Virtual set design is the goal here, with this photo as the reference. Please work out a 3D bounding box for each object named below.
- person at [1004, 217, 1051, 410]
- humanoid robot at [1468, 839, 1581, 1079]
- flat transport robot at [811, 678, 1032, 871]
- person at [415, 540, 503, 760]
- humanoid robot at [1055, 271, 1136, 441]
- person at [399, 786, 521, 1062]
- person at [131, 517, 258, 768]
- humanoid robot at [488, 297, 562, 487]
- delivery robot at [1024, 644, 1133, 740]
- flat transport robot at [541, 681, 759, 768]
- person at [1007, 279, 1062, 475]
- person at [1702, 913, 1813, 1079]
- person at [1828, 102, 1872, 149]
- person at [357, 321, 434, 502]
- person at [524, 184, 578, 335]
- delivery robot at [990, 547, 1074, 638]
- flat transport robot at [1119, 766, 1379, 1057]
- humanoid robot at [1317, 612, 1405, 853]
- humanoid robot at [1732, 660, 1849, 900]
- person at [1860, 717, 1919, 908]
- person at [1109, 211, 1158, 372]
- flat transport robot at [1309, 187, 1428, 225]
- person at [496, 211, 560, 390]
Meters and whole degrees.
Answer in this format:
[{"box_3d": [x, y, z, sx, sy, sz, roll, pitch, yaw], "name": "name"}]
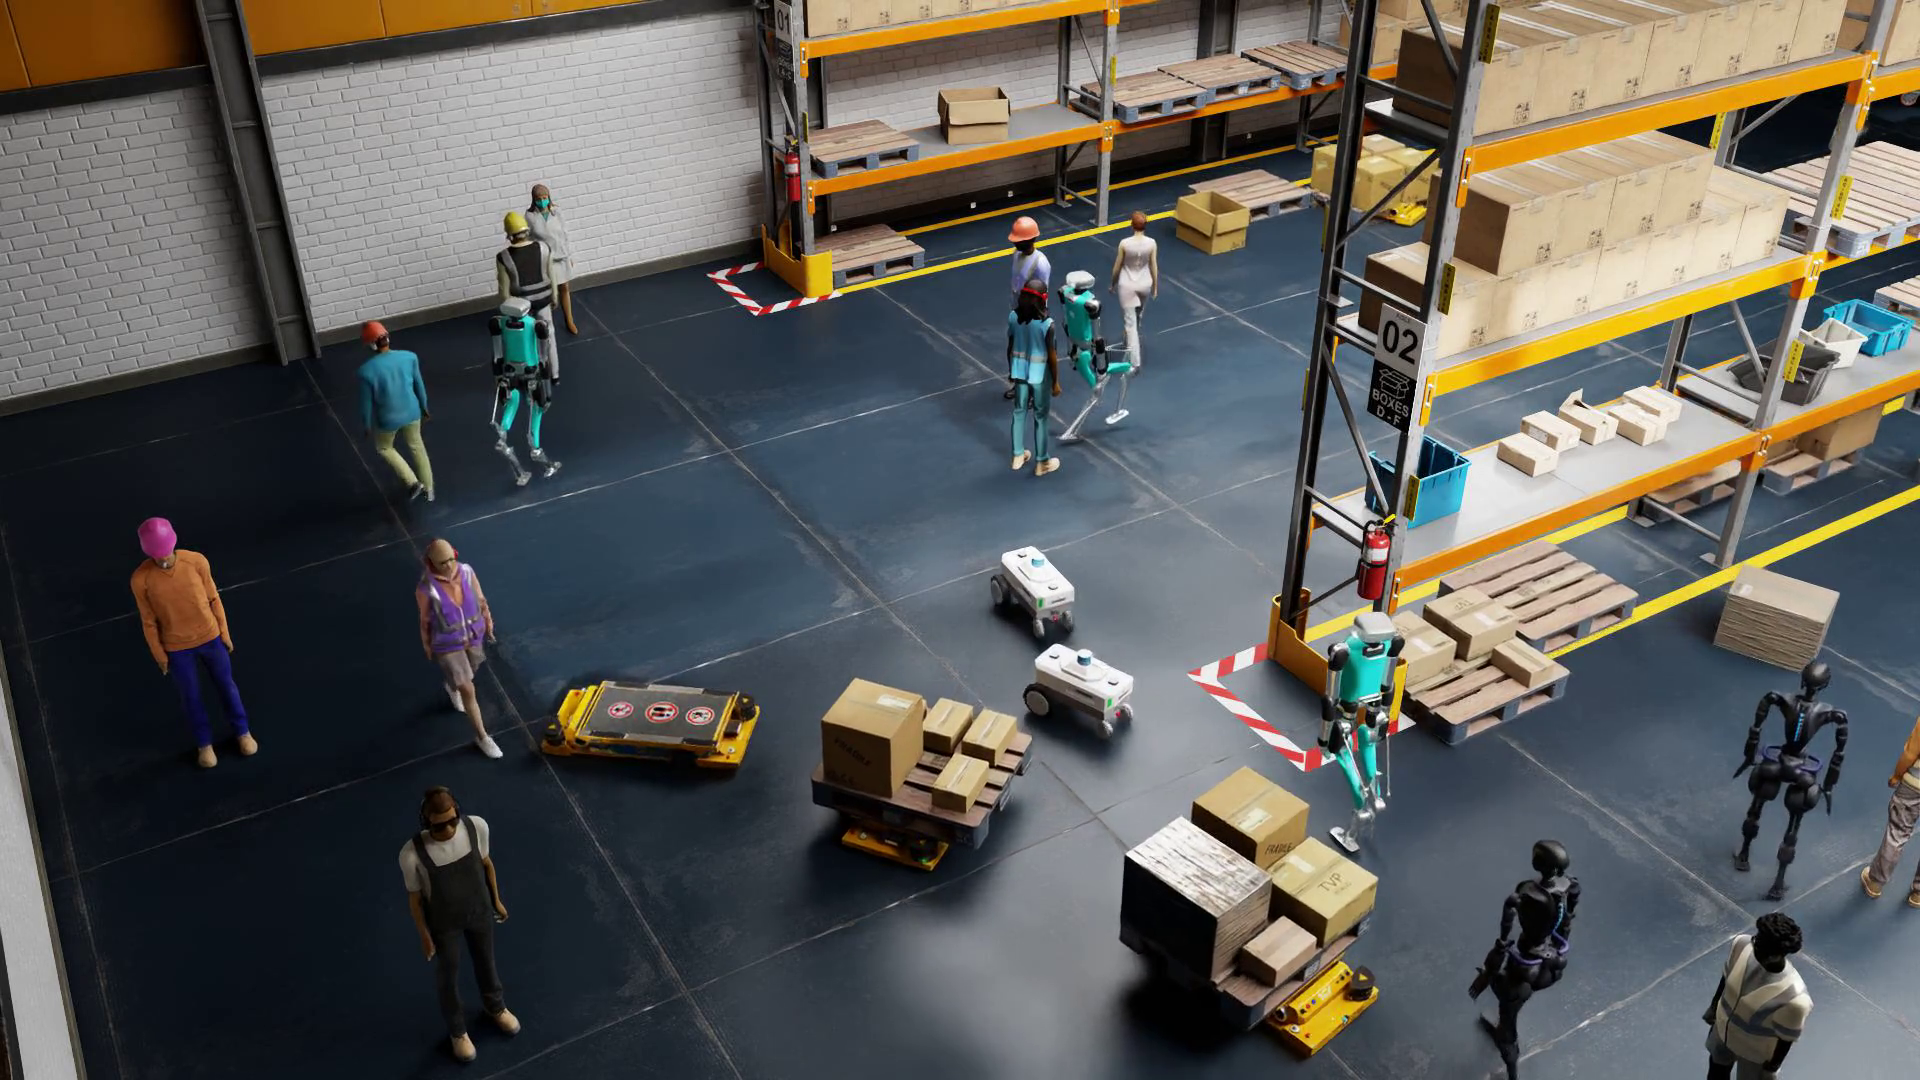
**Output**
[{"box_3d": [0.630, -2.192, 16.023, 0.385, 1.929, 0.543, -17, 36, -25], "name": "person"}, {"box_3d": [3.073, 2.308, 9.107, 0.607, 1.647, 0.603, -15, 35, -22], "name": "humanoid robot"}, {"box_3d": [-0.205, 1.677, 11.409, 0.659, 0.231, 1.431, 13, 34, 20], "name": "flat transport robot"}, {"box_3d": [-3.544, 0.677, 11.692, 0.829, 1.662, 0.497, 27, 41, 36], "name": "person"}, {"box_3d": [1.328, -1.731, 15.497, 1.035, 1.738, 0.543, -20, 37, -29], "name": "humanoid robot"}, {"box_3d": [-2.775, 2.097, 9.256, 0.505, 1.846, 0.351, -24, 39, -33], "name": "person"}, {"box_3d": [-5.273, 0.685, 11.392, 0.515, 1.974, 0.397, -20, 37, -28], "name": "person"}, {"box_3d": [-3.884, -1.220, 14.657, 0.547, 1.759, 0.940, 4, 32, 6], "name": "humanoid robot"}, {"box_3d": [0.878, 1.059, 12.127, 0.779, 0.597, 0.499, 23, 39, 32], "name": "delivery robot"}, {"box_3d": [-2.221, 1.325, 11.970, 1.431, 0.231, 0.659, 4, 32, 6], "name": "flat transport robot"}, {"box_3d": [0.648, -1.458, 14.903, 0.525, 1.869, 0.391, 19, 37, 28], "name": "person"}, {"box_3d": [4.081, 2.579, 8.633, 0.320, 1.693, 0.535, -9, 33, -14], "name": "person"}, {"box_3d": [10.762, -4.747, 20.200, 0.572, 1.825, 0.736, -27, 41, -36], "name": "person"}, {"box_3d": [-4.910, -1.094, 14.457, 0.440, 1.718, 0.640, 27, 41, 36], "name": "person"}, {"box_3d": [-4.294, -2.914, 17.419, 0.485, 1.659, 0.338, -14, 35, -21], "name": "person"}, {"box_3d": [0.607, 0.368, 13.221, 0.499, 0.589, 0.784, -14, 35, -21], "name": "delivery robot"}, {"box_3d": [1.757, 2.500, 10.097, 0.659, 0.231, 1.431, -26, 41, -35], "name": "flat transport robot"}, {"box_3d": [2.611, 1.364, 10.622, 0.550, 1.894, 0.696, -13, 34, -19], "name": "humanoid robot"}, {"box_3d": [5.171, 1.486, 10.401, 0.585, 1.645, 0.385, 20, 37, 28], "name": "humanoid robot"}, {"box_3d": [6.000, 1.515, 10.247, 0.460, 1.778, 0.307, 14, 35, 21], "name": "person"}, {"box_3d": [1.767, -2.563, 16.904, 0.443, 1.616, 0.881, -8, 33, -12], "name": "person"}, {"box_3d": [5.145, -4.275, 20.901, 1.431, 0.231, 0.659, 21, 38, 30], "name": "flat transport robot"}, {"box_3d": [-4.240, -2.358, 16.384, 0.595, 1.821, 0.404, -16, 35, -24], "name": "person"}]
